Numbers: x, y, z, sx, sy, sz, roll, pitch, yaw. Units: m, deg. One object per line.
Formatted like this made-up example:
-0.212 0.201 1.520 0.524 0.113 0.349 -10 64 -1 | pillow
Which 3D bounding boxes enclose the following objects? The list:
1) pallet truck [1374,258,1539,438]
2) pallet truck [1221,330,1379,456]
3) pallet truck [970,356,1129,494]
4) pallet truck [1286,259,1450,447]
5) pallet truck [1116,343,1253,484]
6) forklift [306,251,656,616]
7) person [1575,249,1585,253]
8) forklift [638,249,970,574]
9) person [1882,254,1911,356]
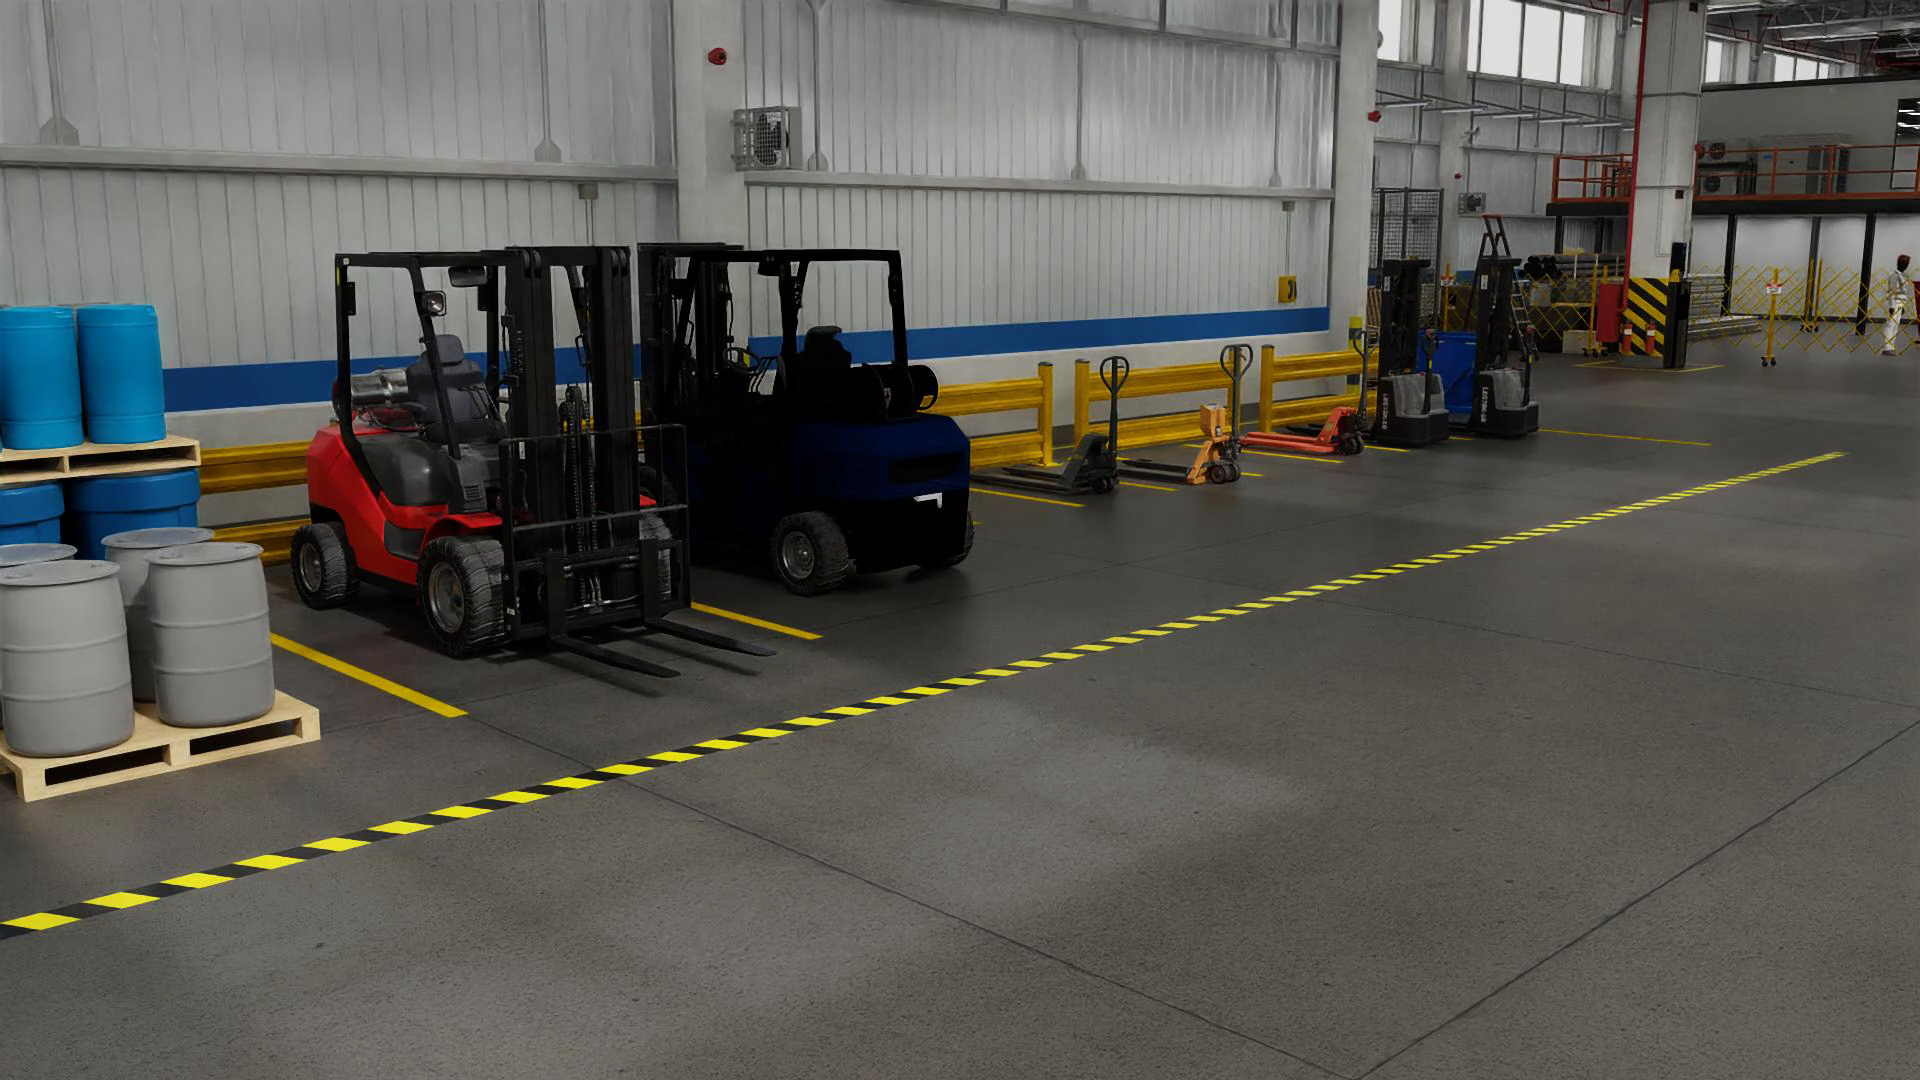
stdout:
5.704 -2.208 18.901 1.885 1.965 0.823 10 14 43 | pallet truck
3.563 -1.581 17.381 0.653 1.274 1.630 -10 14 -44 | pallet truck
0.784 -1.085 14.876 0.680 1.201 1.601 -10 14 -44 | pallet truck
4.493 -2.078 18.196 0.823 1.965 1.885 -9 14 -40 | pallet truck
1.962 -1.215 15.415 1.522 1.261 0.704 10 14 43 | pallet truck
-2.833 -0.669 9.694 1.157 1.987 2.680 -10 14 -44 | forklift
15.846 -6.600 43.121 0.654 1.901 0.613 2 11 12 | person
-1.173 -0.958 11.239 2.680 1.987 1.157 10 14 43 | forklift
17.464 -4.372 31.008 0.575 1.886 0.362 -9 14 -41 | person
